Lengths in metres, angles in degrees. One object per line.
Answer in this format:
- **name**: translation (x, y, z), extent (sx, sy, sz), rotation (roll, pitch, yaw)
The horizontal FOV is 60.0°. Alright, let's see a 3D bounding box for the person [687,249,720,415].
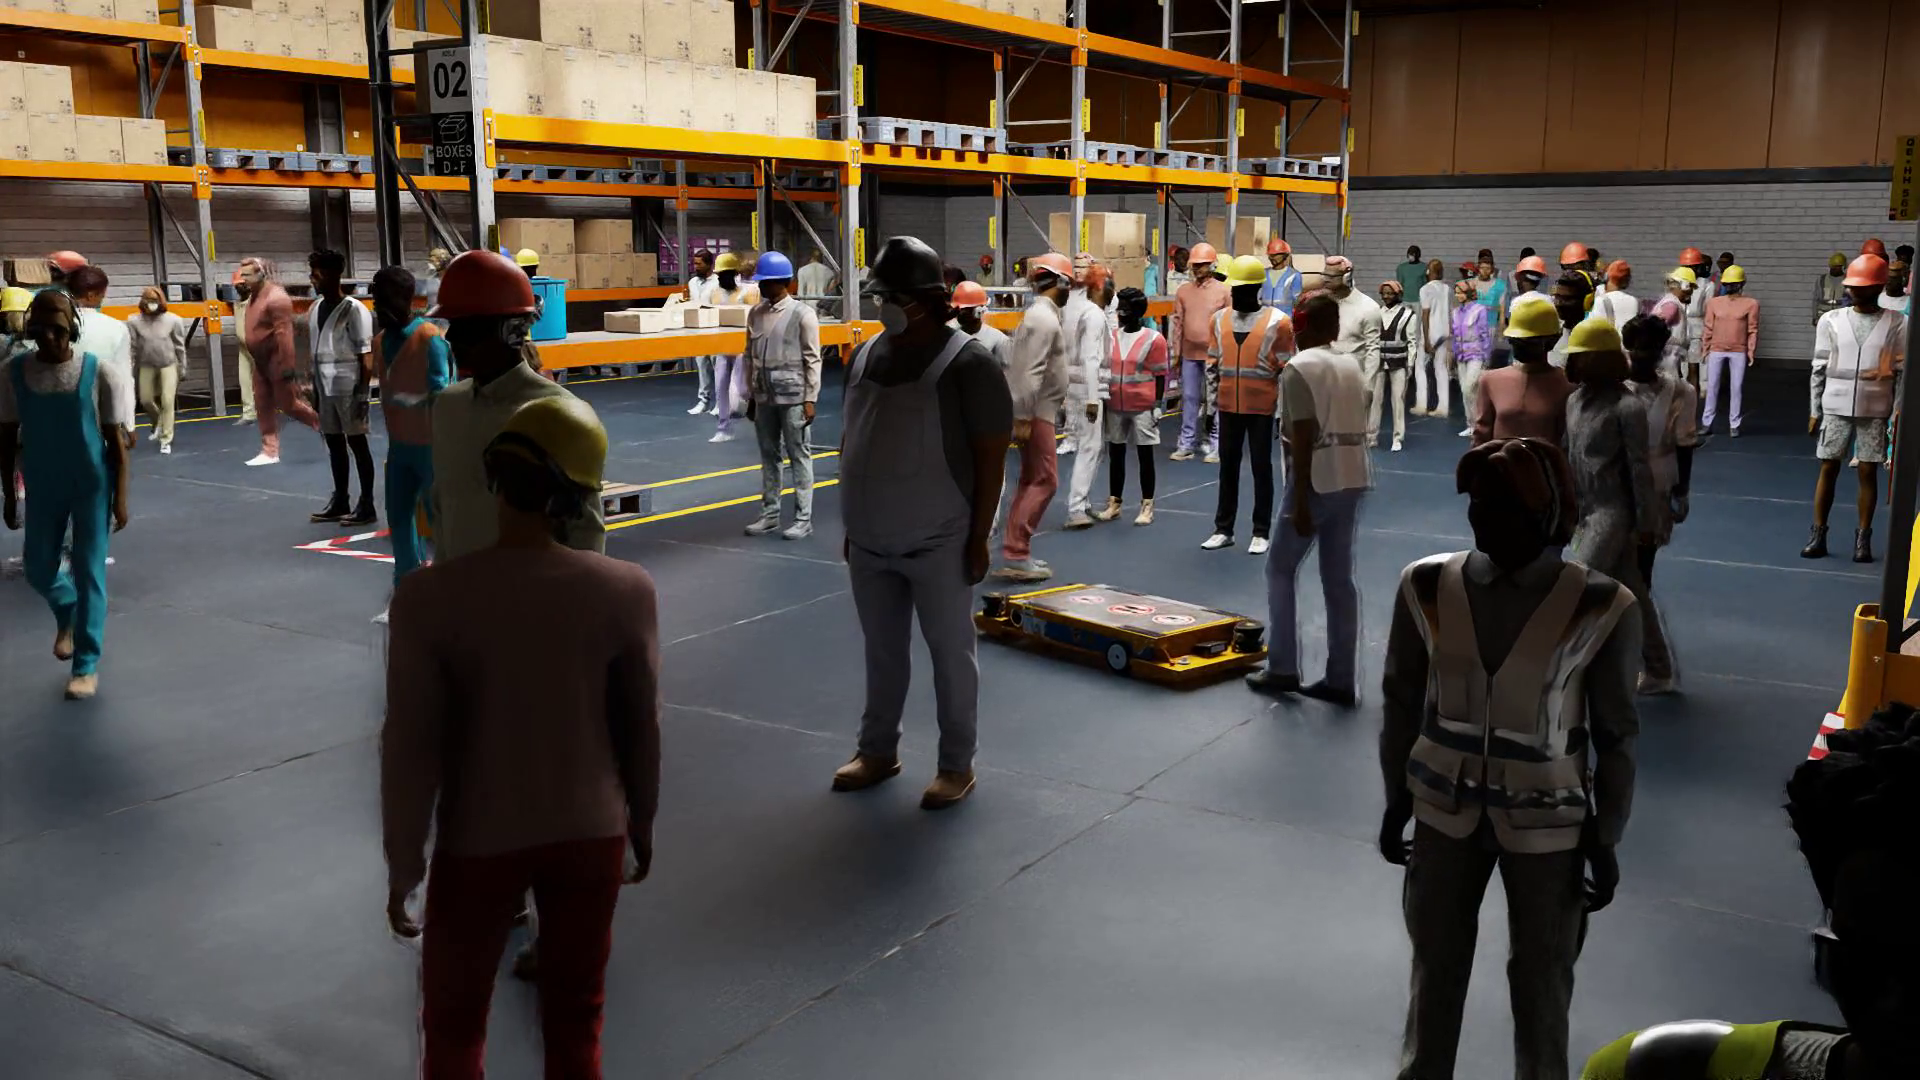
- **person**: translation (-2.906, -2.409, 19.327), extent (0.590, 1.916, 0.391), rotation (7, 12, 34)

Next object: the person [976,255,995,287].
- **person**: translation (0.505, -4.344, 30.503), extent (0.564, 1.748, 0.339), rotation (7, 12, 34)

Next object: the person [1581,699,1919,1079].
- **person**: translation (0.714, 0.949, 1.326), extent (0.537, 1.695, 0.321), rotation (7, 12, 34)

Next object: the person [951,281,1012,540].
- **person**: translation (0.077, -0.868, 11.241), extent (0.564, 1.748, 0.339), rotation (7, 12, 34)

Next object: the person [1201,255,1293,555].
- **person**: translation (1.850, -0.866, 10.754), extent (0.590, 1.923, 0.383), rotation (7, 12, 34)

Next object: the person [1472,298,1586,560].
- **person**: translation (2.584, -0.214, 7.587), extent (0.527, 1.765, 0.329), rotation (7, 12, 34)

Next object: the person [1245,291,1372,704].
- **person**: translation (1.592, -0.195, 7.382), extent (0.571, 1.796, 0.617), rotation (-8, 13, -38)

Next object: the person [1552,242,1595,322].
- **person**: translation (6.518, -2.091, 17.334), extent (0.820, 2.003, 0.669), rotation (-10, 14, -43)

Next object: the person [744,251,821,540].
- **person**: translation (-1.215, -0.971, 11.281), extent (0.606, 1.942, 0.402), rotation (7, 12, 34)

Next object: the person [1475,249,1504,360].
- **person**: translation (8.196, -3.607, 26.059), extent (0.576, 1.881, 0.354), rotation (7, 12, 34)

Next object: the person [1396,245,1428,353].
- **person**: translation (7.651, -4.007, 28.116), extent (0.629, 1.939, 0.371), rotation (7, 12, 34)

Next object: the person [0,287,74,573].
- **person**: translation (-5.617, -0.652, 10.069), extent (0.488, 1.743, 0.319), rotation (7, 12, 34)

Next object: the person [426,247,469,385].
- **person**: translation (-5.908, -2.390, 19.162), extent (0.629, 1.936, 0.371), rotation (7, 12, 34)

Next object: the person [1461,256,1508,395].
- **person**: translation (6.663, -2.705, 21.242), extent (0.569, 1.820, 0.461), rotation (2, 10, 11)

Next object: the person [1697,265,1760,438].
- **person**: translation (7.901, -1.930, 17.096), extent (0.527, 1.765, 0.329), rotation (7, 12, 34)

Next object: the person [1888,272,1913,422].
- **person**: translation (9.923, -2.071, 17.105), extent (0.684, 2.000, 0.536), rotation (7, 12, 34)

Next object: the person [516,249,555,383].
- **person**: translation (-4.669, -2.217, 18.240), extent (0.590, 1.923, 0.383), rotation (7, 12, 34)

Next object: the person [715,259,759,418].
- **person**: translation (-2.471, -2.300, 19.033), extent (0.694, 1.806, 0.462), rotation (-6, 12, -29)

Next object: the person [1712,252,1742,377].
- **person**: translation (11.316, -3.341, 24.693), extent (0.506, 1.842, 0.344), rotation (7, 12, 34)

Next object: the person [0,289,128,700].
- **person**: translation (-3.993, -0.219, 7.471), extent (0.532, 1.818, 0.660), rotation (-3, 11, -16)

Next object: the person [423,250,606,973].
- **person**: translation (-1.253, 0.205, 4.620), extent (0.613, 1.994, 0.395), rotation (7, 12, 34)

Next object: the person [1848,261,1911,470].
- **person**: translation (8.199, -1.536, 14.695), extent (0.506, 1.842, 0.344), rotation (7, 12, 34)

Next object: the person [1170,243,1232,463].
- **person**: translation (2.209, -1.696, 15.156), extent (0.613, 1.994, 0.395), rotation (7, 12, 34)

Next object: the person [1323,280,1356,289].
- **person**: translation (5.770, -3.432, 25.418), extent (0.527, 1.765, 0.329), rotation (7, 12, 34)

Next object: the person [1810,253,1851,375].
- **person**: translation (13.043, -3.358, 24.824), extent (0.592, 1.828, 0.404), rotation (7, 12, 34)

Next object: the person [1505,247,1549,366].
- **person**: translation (8.242, -3.295, 24.236), extent (0.590, 1.916, 0.391), rotation (7, 12, 34)

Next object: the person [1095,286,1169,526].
- **person**: translation (1.218, -0.947, 11.823), extent (0.537, 1.698, 0.321), rotation (7, 12, 34)

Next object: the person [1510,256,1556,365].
- **person**: translation (4.727, -1.389, 13.731), extent (0.558, 1.886, 0.712), rotation (-6, 12, -28)

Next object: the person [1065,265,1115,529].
- **person**: translation (0.926, -1.014, 11.802), extent (0.351, 1.843, 0.787), rotation (1, 10, 7)

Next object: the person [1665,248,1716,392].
- **person**: translation (8.233, -2.332, 18.849), extent (0.548, 1.934, 0.376), rotation (7, 12, 34)

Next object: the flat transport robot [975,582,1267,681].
- **flat transport robot**: translation (0.778, 0.421, 8.202), extent (0.652, 0.197, 1.431), rotation (-8, 13, -39)
